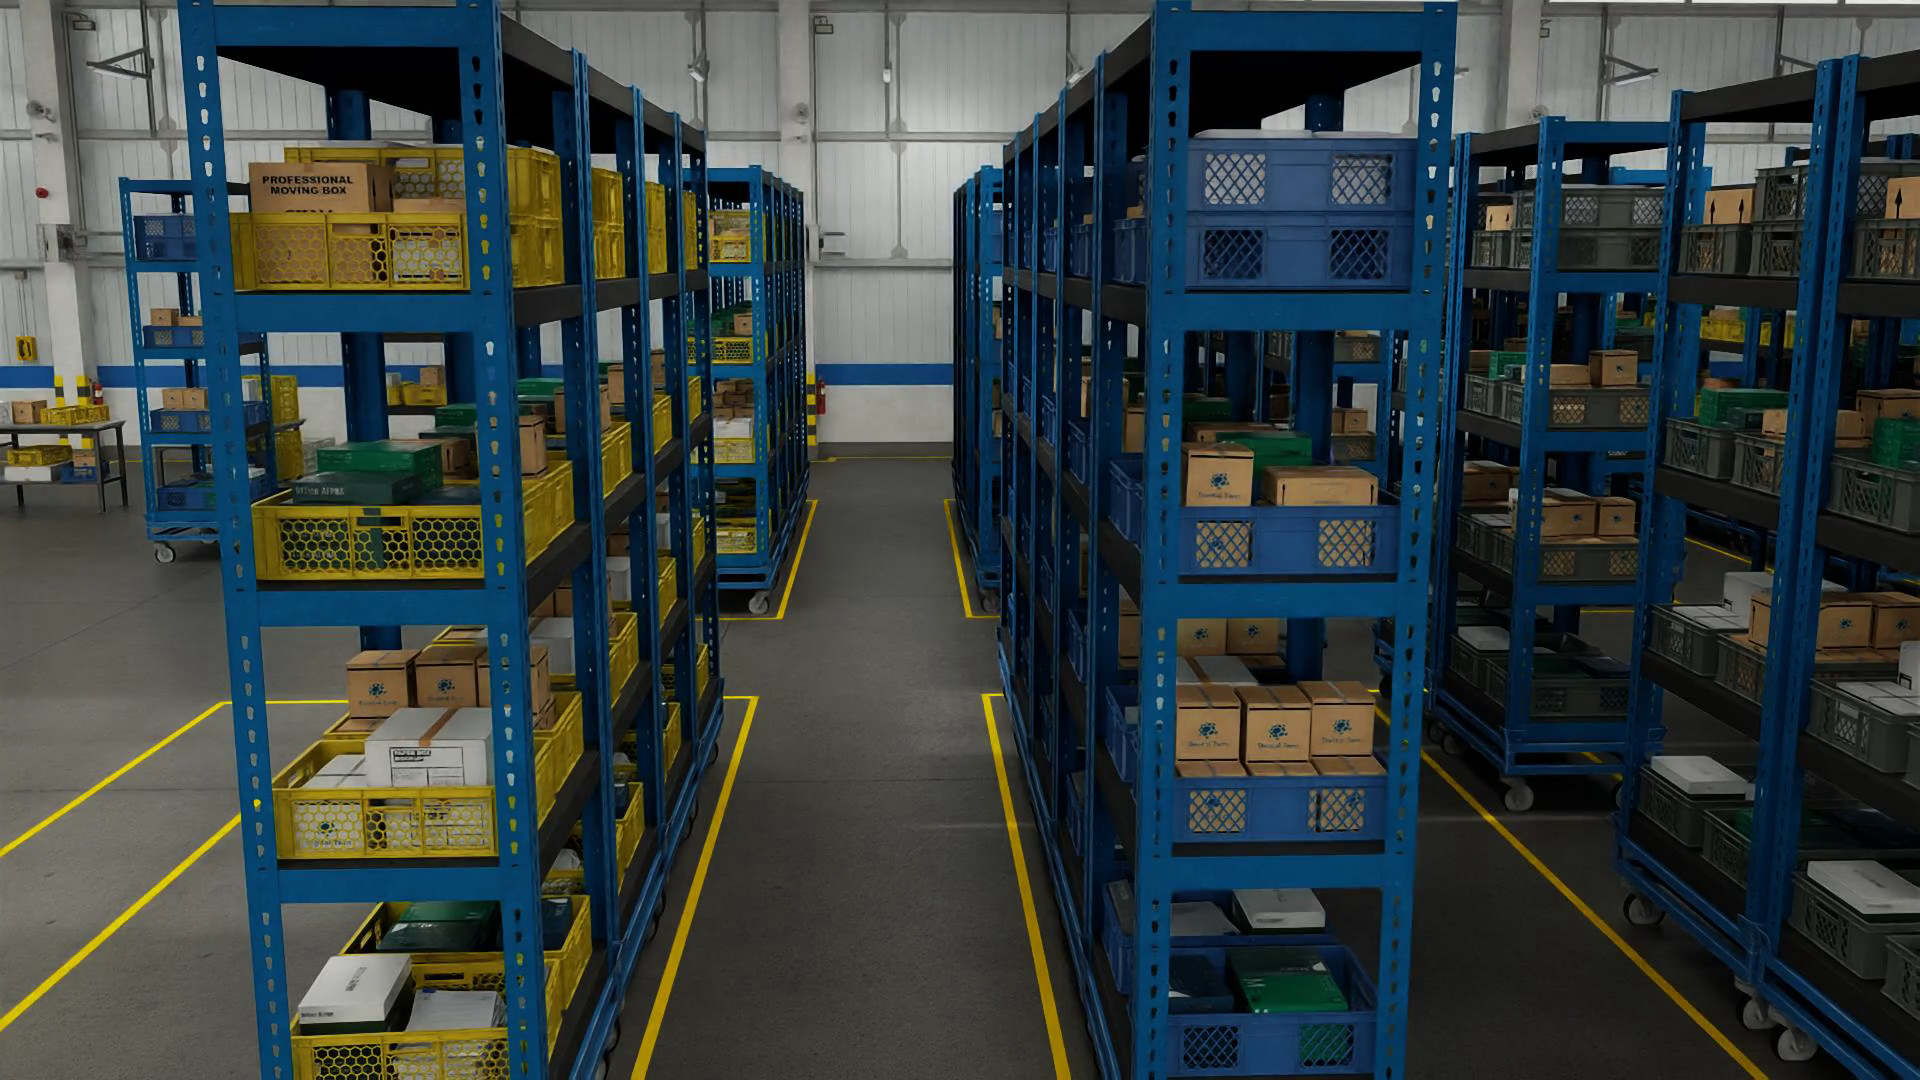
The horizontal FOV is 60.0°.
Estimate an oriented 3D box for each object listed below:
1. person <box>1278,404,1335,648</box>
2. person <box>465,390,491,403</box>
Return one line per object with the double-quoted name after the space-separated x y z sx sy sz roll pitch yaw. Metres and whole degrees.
2.613 -0.105 12.343 0.389 1.841 0.564 0 10 0 "person"
-4.291 -0.528 15.080 0.491 1.720 0.579 -7 12 -36 "person"
